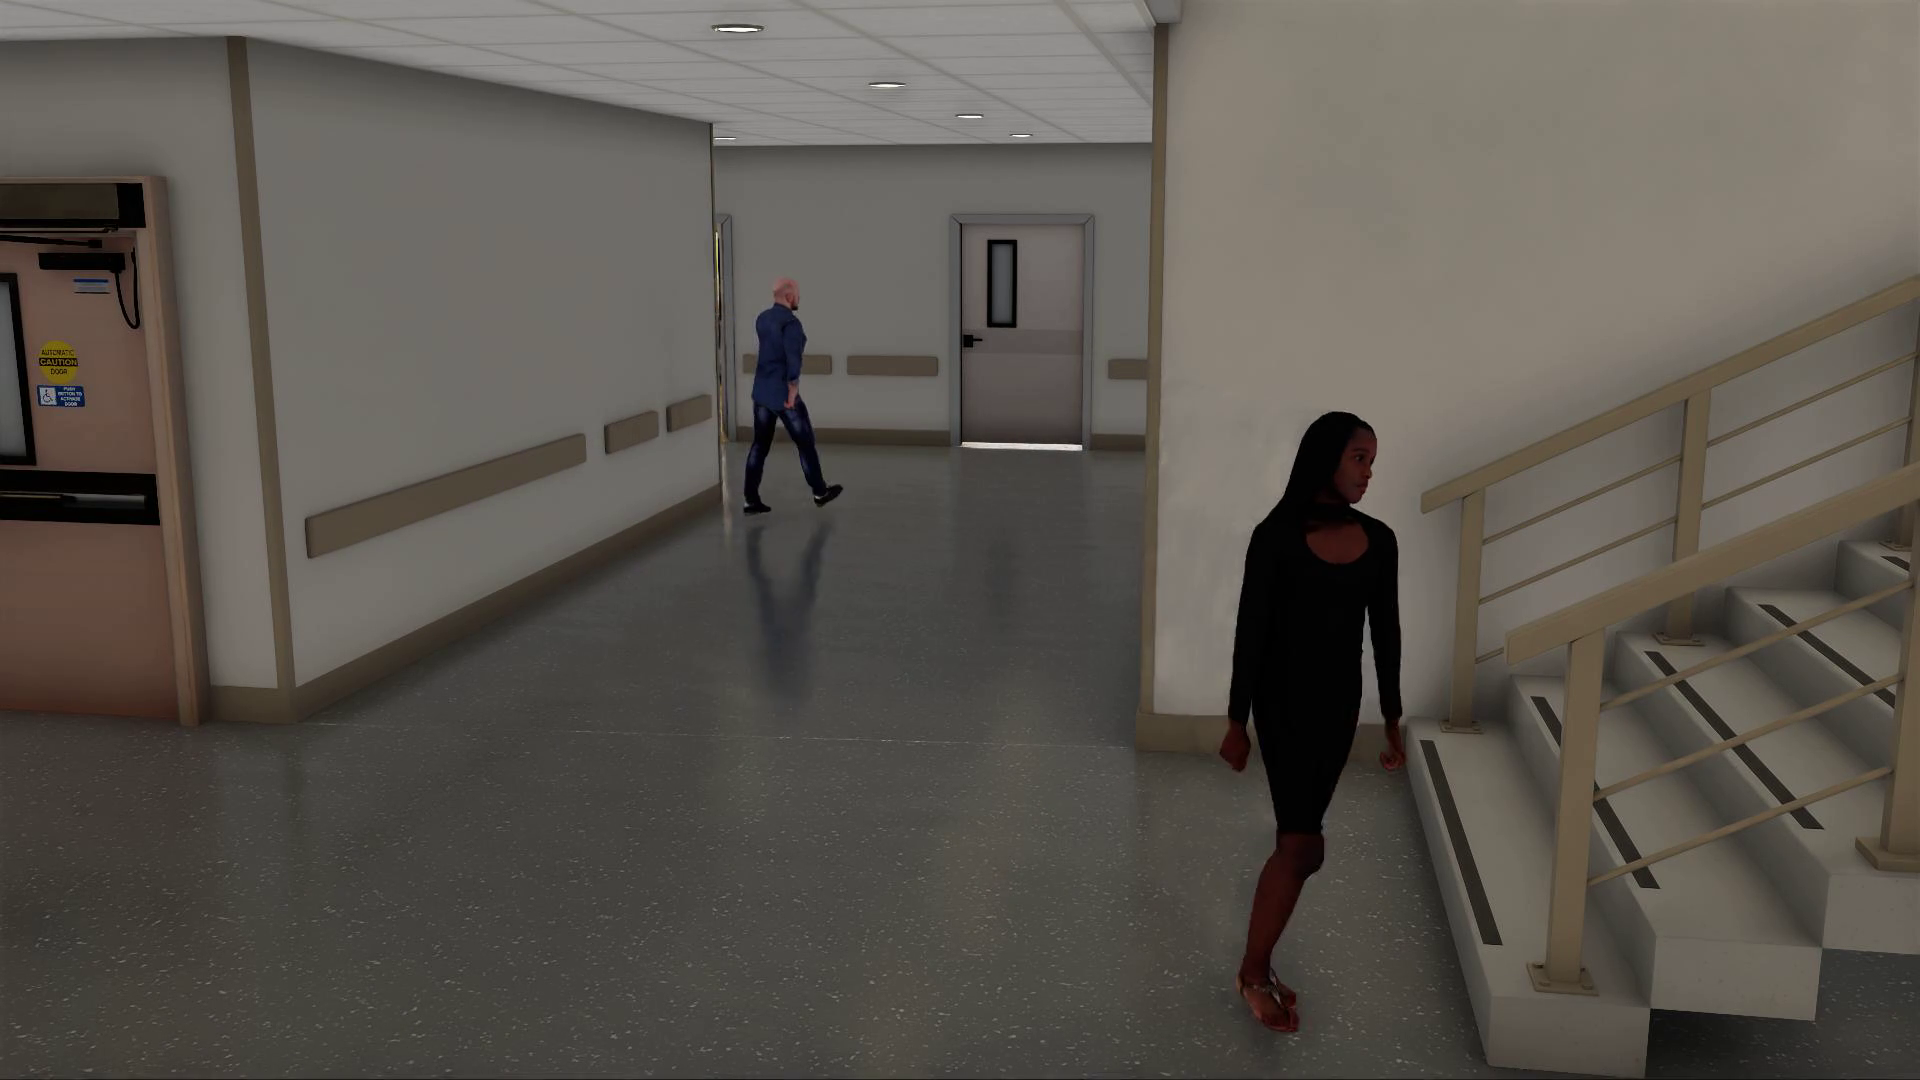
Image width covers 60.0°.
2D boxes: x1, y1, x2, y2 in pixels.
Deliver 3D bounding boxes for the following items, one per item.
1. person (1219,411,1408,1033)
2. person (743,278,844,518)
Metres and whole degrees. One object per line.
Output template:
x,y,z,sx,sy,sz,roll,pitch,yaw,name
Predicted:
0.941,0.495,4.691,0.779,1.696,0.852,-4,11,-21,person
-1.427,-1.033,12.524,1.206,1.778,1.146,8,14,38,person
